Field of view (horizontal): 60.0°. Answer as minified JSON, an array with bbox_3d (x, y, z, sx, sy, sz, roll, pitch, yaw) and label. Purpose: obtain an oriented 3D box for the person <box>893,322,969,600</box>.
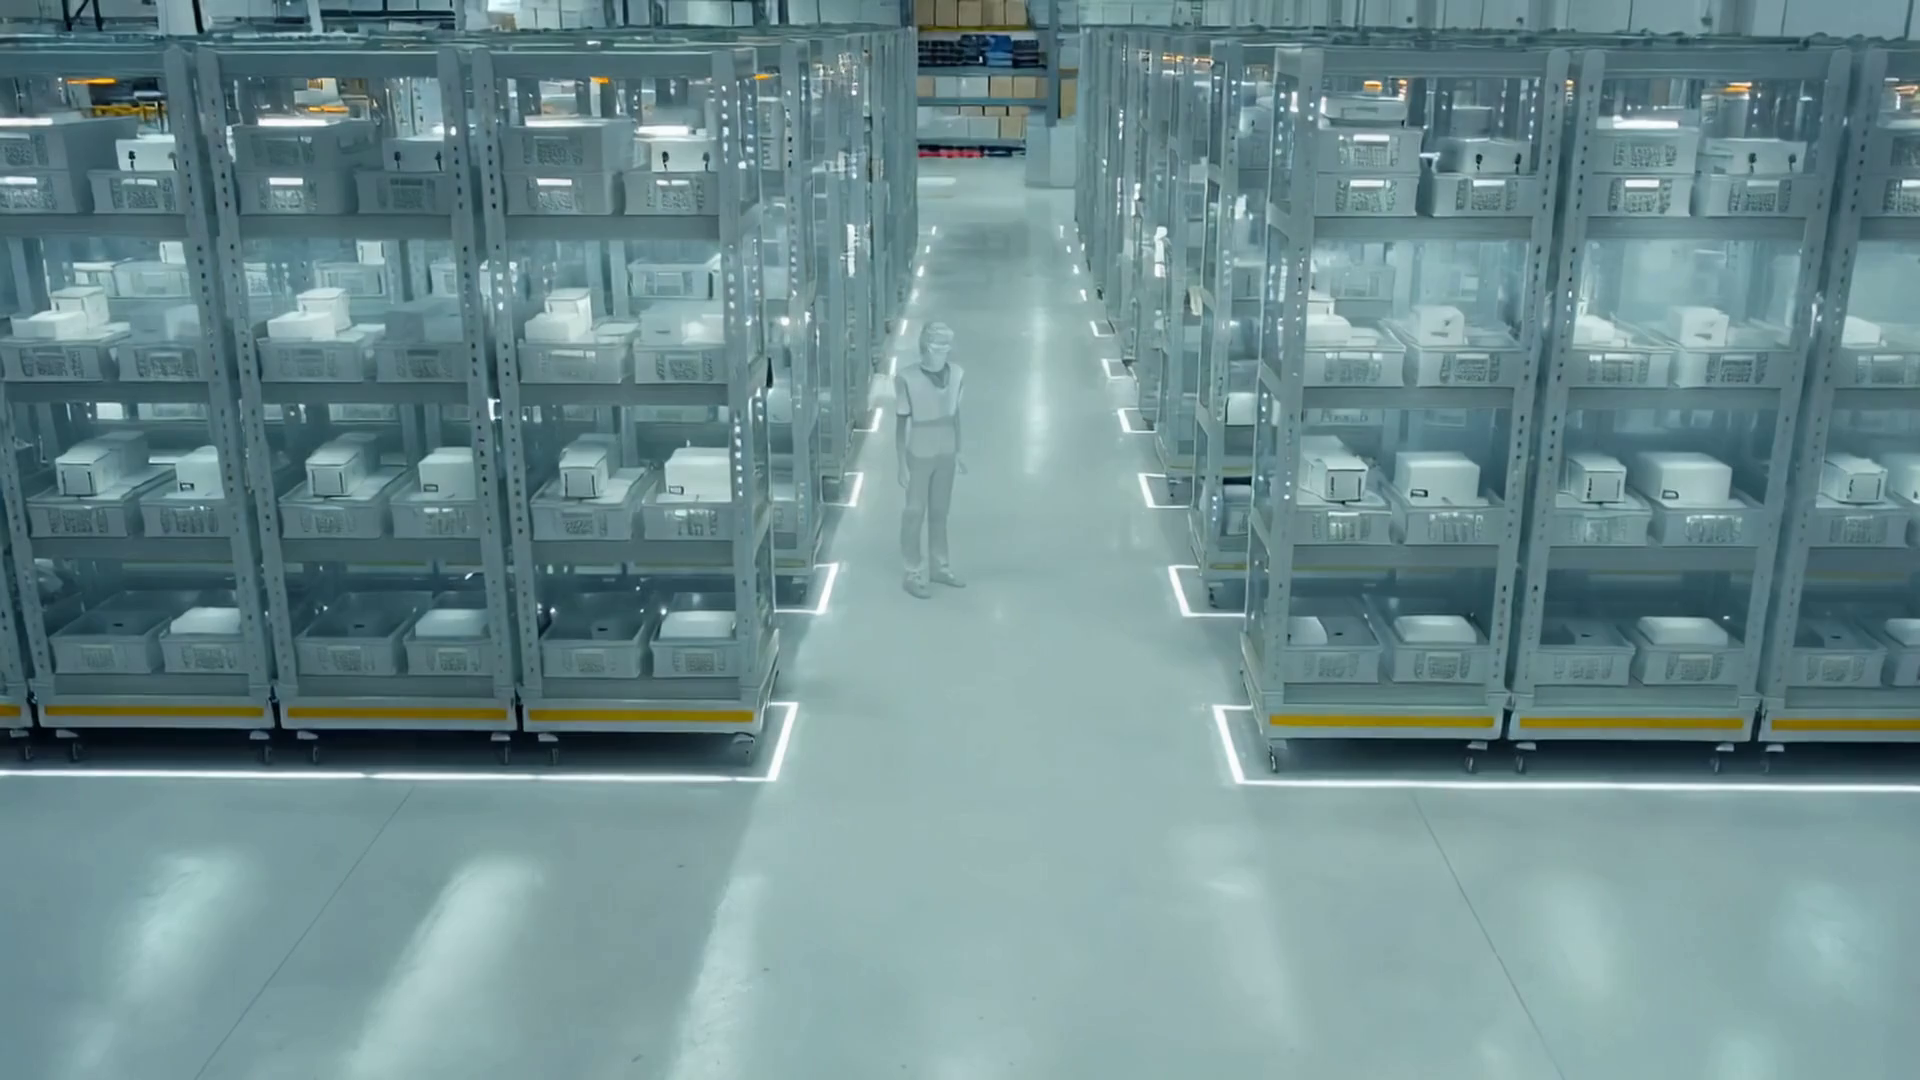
[{"bbox_3d":[-0.199,-0.544,11.084,0.563,1.838,0.390,-15,23,-40],"label":"person"}]
